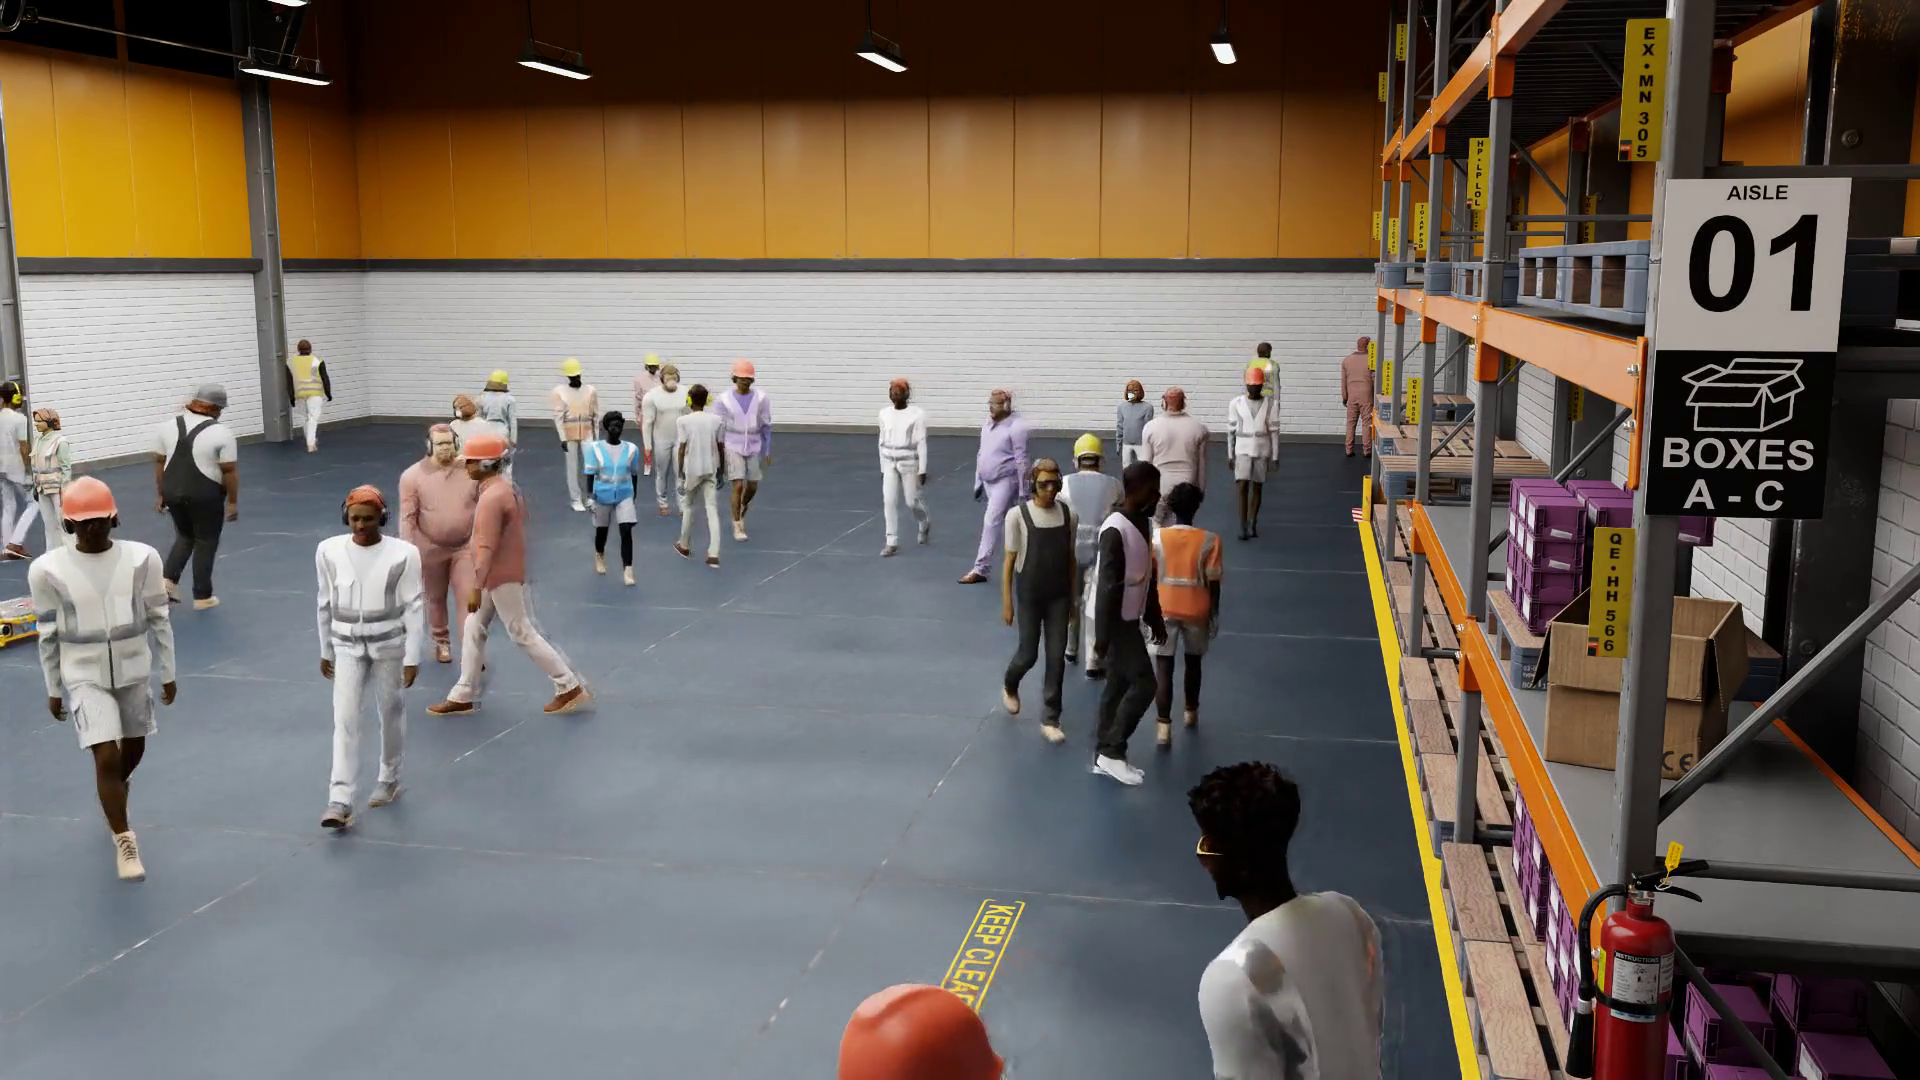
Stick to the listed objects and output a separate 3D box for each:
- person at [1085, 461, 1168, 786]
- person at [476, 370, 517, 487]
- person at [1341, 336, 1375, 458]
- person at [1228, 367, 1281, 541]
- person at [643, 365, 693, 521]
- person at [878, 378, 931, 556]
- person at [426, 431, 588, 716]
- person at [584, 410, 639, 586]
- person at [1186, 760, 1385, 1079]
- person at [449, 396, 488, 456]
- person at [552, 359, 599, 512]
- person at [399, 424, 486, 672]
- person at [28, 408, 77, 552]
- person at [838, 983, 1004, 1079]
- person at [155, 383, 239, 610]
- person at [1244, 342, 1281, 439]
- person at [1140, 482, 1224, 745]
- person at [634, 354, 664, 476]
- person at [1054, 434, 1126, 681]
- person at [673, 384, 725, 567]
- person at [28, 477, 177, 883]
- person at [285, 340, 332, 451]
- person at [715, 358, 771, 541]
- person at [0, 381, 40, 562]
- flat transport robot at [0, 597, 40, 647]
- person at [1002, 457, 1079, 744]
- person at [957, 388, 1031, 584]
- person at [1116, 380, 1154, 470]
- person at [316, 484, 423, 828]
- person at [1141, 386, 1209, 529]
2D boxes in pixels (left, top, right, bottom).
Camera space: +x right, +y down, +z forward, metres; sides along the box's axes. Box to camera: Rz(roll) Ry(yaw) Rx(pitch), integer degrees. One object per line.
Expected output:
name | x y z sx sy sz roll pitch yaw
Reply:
person | 1.003 0.480 9.749 0.517 1.896 0.593 3 10 19
person | -5.783 -1.258 20.741 0.513 1.713 0.388 -2 10 -12
person | 6.320 -2.245 26.142 0.652 1.906 0.402 7 12 37
person | 3.223 -0.930 18.217 0.567 1.902 0.889 1 9 7
person | -3.453 -1.159 19.772 0.649 1.867 0.986 -4 10 -20
person | -0.577 -0.783 17.485 0.587 1.859 0.816 5 11 26
person | -3.027 0.236 11.111 1.043 1.947 0.630 -2 10 -14
person | -3.337 -0.429 15.921 0.530 1.664 0.823 -3 10 -20
person | 0.873 1.467 3.727 0.851 1.927 0.632 9 13 43
person | -5.461 -0.818 18.518 0.493 1.571 0.871 2 10 9
person | -4.614 -1.248 20.194 0.593 1.883 0.858 -5 11 -30
person | -3.820 0.066 12.379 0.663 1.849 1.008 -5 11 -26
person | -8.871 -0.472 16.266 0.512 1.641 0.307 5 11 27
person | 0.005 1.644 2.708 0.696 1.898 0.735 9 13 43
person | -6.702 -0.417 14.728 0.720 2.000 0.633 2 10 10
person | 4.710 -2.154 25.811 0.648 1.832 0.435 9 13 44
person | 1.401 0.460 10.608 0.539 1.655 0.835 1 10 7
person | -4.387 -1.782 23.817 0.547 1.746 0.677 -2 10 -9
person | 0.961 0.118 12.354 0.615 1.778 0.785 1 9 6
person | -2.660 -0.670 16.903 0.570 1.820 0.962 -5 11 -27
person | -4.334 0.650 8.433 0.622 2.009 0.948 -7 12 -35
person | -10.646 -2.370 27.235 0.628 1.802 0.893 0 9 0
person | -2.416 -1.018 18.434 0.626 2.016 0.698 -3 10 -18
person | -9.651 -0.690 16.962 0.566 1.848 0.383 3 10 17
flat transport robot | -7.708 0.643 13.663 0.652 0.197 1.431 3 10 15
person | 0.498 0.360 10.709 0.508 1.828 0.659 -4 10 -21
person | 0.413 -0.535 15.998 1.013 1.862 0.652 -5 11 -29
person | 2.142 -1.151 20.405 0.493 1.624 0.280 6 11 30
person | -3.213 0.631 9.004 0.586 1.838 0.957 -1 9 -5
person | 2.016 -0.507 15.750 0.647 1.890 0.580 0 9 2
